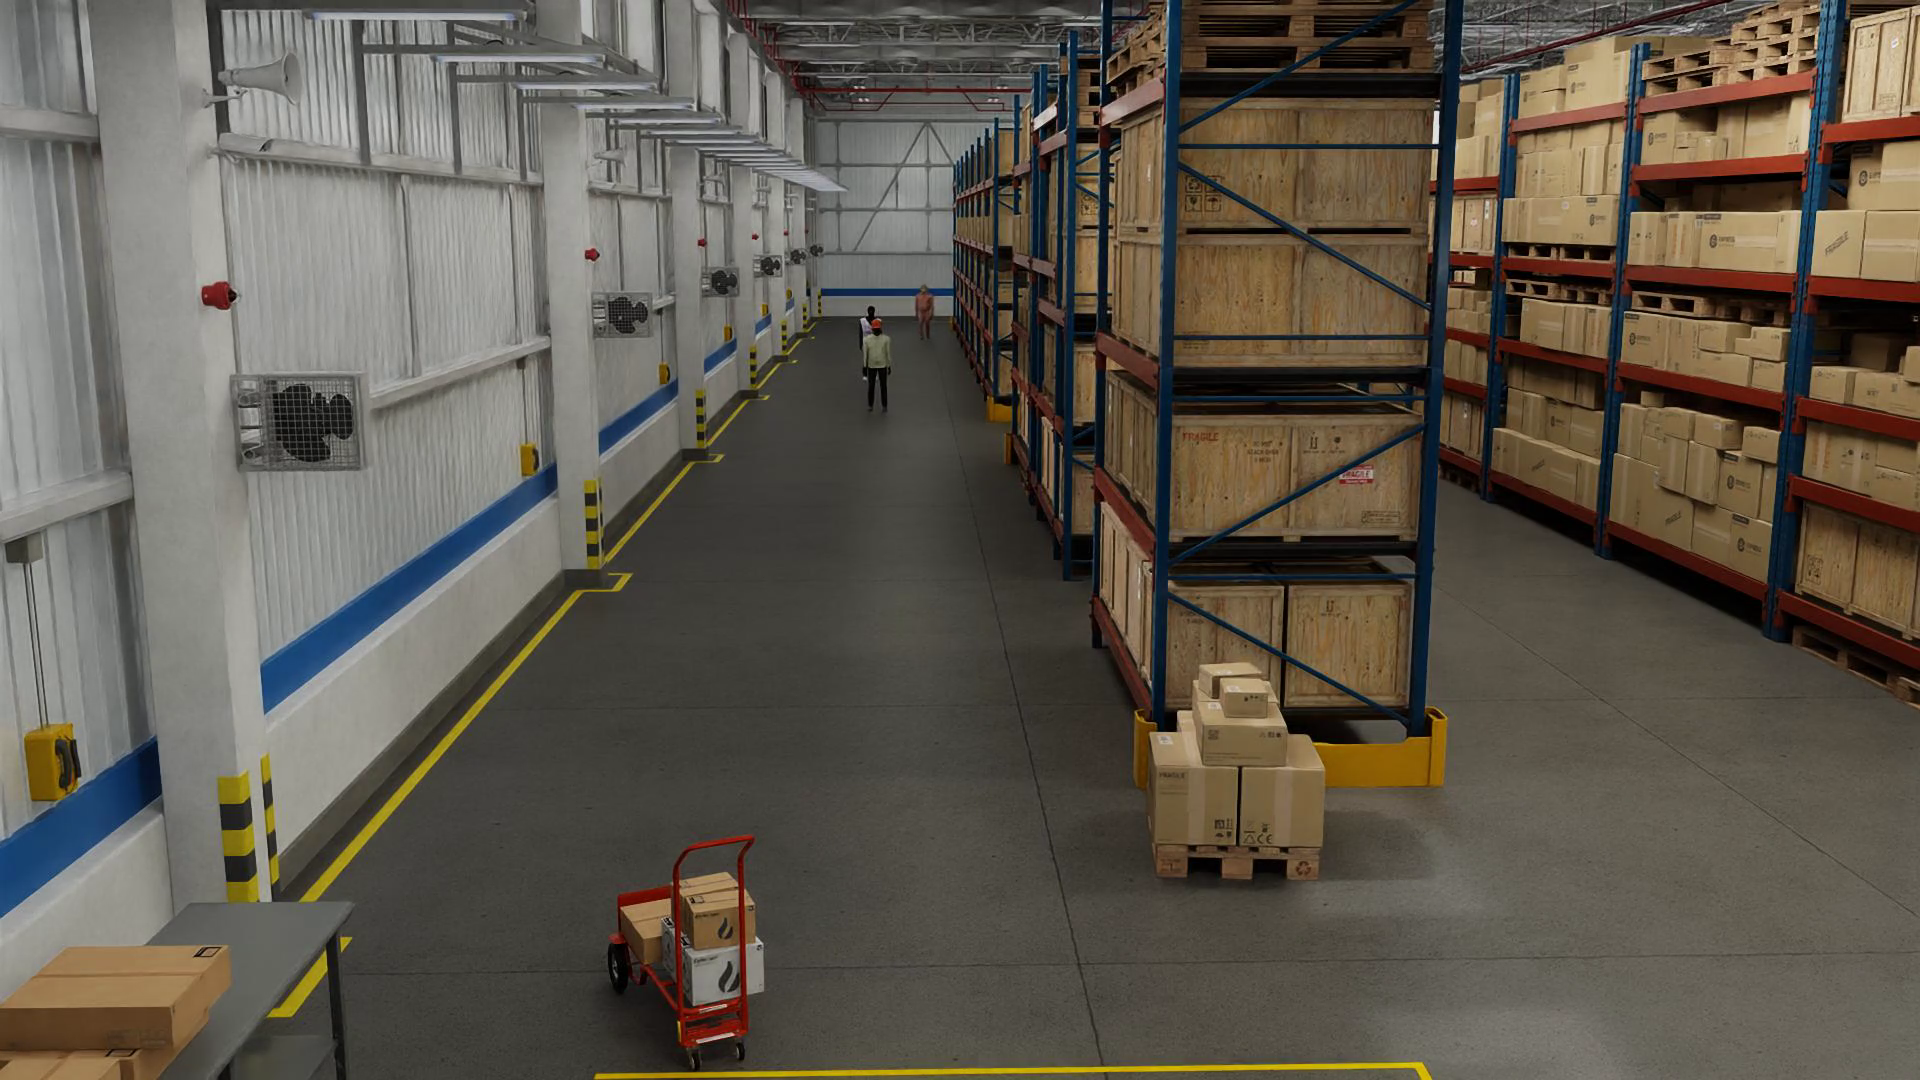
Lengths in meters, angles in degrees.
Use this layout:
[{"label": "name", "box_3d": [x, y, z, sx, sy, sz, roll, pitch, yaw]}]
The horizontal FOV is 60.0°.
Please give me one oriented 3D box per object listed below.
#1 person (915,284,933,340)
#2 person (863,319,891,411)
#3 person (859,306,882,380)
[{"label": "person", "box_3d": [-1.235, -7.855, 57.280, 0.641, 1.897, 0.544, 1, 11, 6]}, {"label": "person", "box_3d": [-1.779, -3.736, 35.628, 0.617, 1.986, 0.408, 0, 11, -3]}, {"label": "person", "box_3d": [-2.291, -5.045, 42.646, 0.598, 1.907, 0.405, -2, 11, -9]}]
